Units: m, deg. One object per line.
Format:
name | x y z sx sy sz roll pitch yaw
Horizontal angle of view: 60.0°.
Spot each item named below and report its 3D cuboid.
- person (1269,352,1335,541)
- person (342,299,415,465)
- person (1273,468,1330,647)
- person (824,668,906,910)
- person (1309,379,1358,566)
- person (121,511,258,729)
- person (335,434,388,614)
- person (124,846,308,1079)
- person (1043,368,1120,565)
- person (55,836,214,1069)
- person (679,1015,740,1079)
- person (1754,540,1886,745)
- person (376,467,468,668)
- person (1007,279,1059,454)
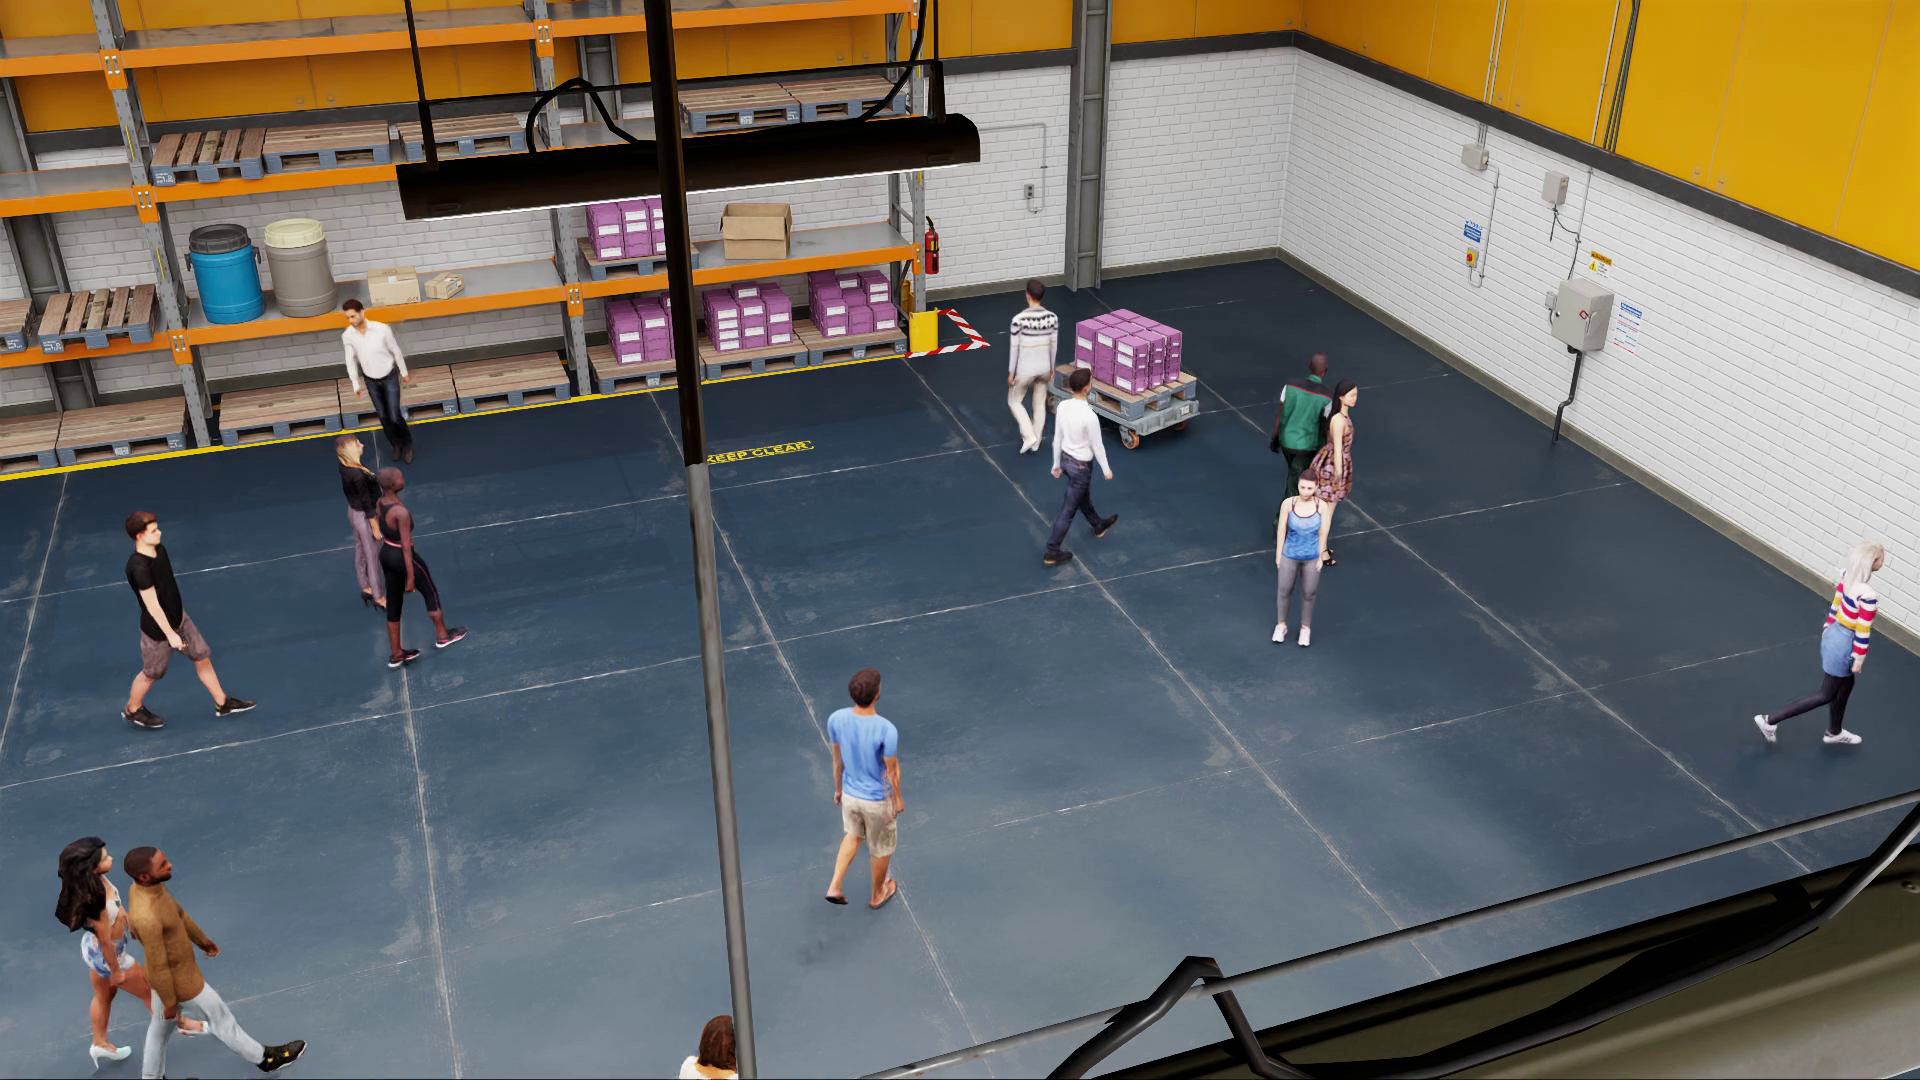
person | 3.108 -0.815 15.373 0.952 1.800 1.057 19 34 31
person | -5.846 -1.639 16.858 0.805 1.824 0.873 -5 29 -9
person | 2.837 0.136 13.829 0.615 1.608 0.703 5 29 9
person | -0.634 1.681 10.745 0.904 1.849 0.980 15 32 25
person | 3.384 -0.623 15.047 0.837 1.774 0.797 5 29 10
person | -6.158 0.649 12.662 1.290 1.826 0.927 -1 29 -2
person | -5.123 -0.144 14.277 0.643 1.671 0.667 -22 36 -35
person | -4.516 2.485 9.354 1.165 1.770 0.770 -15 32 -25
person | 0.984 -0.617 14.986 1.269 1.823 0.835 -18 34 -30
person | -4.990 2.438 9.631 0.975 1.587 0.680 -16 32 -26
person | -1.207 3.112 8.333 1.011 1.646 1.081 14 31 23
person | 6.494 0.804 12.422 1.190 1.782 0.978 4 29 6
person | -4.622 0.245 13.497 0.889 1.735 1.032 19 34 31
person | 0.767 -1.719 16.989 0.672 1.839 0.772 -11 31 -20
